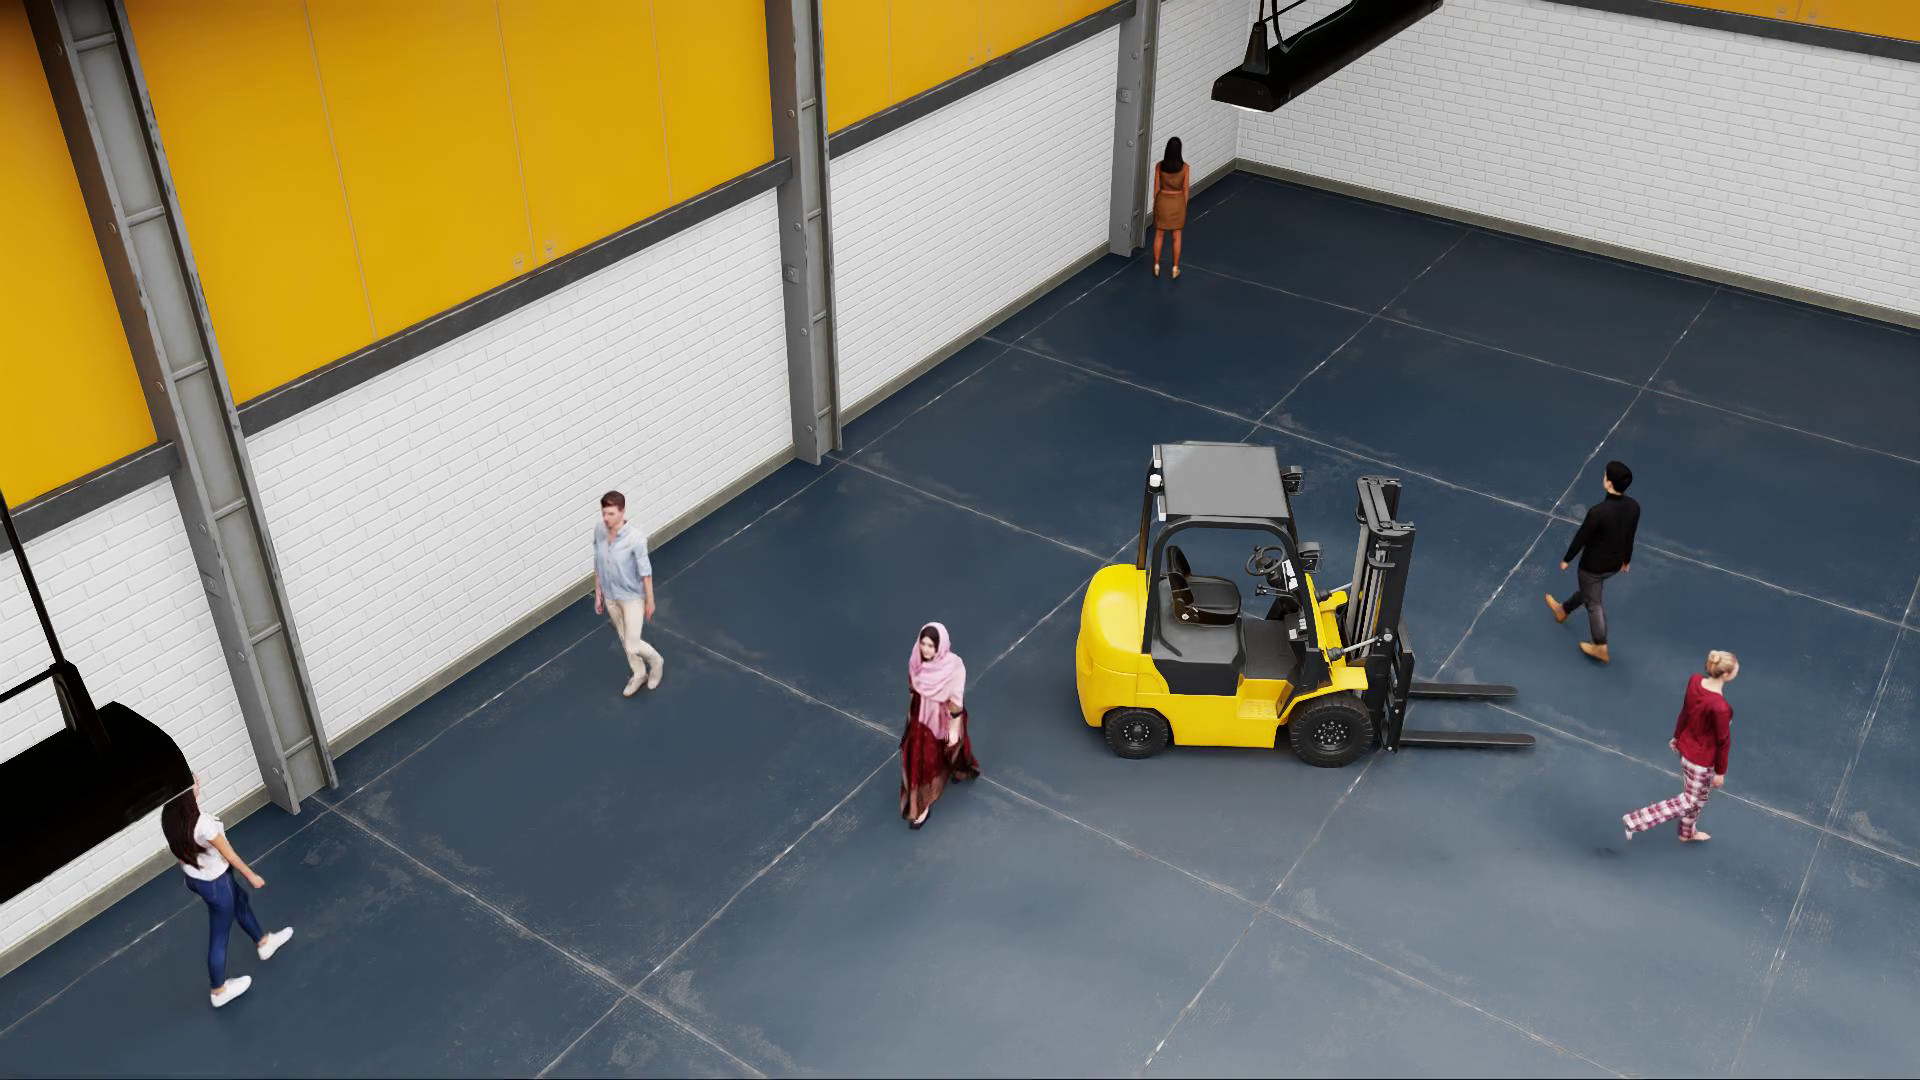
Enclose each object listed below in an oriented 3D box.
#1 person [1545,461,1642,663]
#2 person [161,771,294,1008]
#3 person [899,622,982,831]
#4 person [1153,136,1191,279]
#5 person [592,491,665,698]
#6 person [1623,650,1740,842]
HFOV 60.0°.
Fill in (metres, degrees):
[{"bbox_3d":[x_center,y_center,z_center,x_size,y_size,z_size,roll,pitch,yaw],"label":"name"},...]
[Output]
[{"bbox_3d":[5.140,0.199,13.235,1.132,1.684,1.077,-14,36,-20],"label":"person"},{"bbox_3d":[-4.667,2.174,10.206,0.619,1.748,0.888,24,41,32],"label":"person"},{"bbox_3d":[-0.116,1.232,11.751,0.732,1.606,1.082,14,36,20],"label":"person"},{"bbox_3d":[2.444,-3.869,19.353,0.617,1.687,0.614,7,34,11],"label":"person"},{"bbox_3d":[-2.529,0.378,12.828,0.672,1.837,0.689,17,37,24],"label":"person"},{"bbox_3d":[4.970,1.461,11.340,1.007,1.680,0.985,-3,34,-4],"label":"person"}]
